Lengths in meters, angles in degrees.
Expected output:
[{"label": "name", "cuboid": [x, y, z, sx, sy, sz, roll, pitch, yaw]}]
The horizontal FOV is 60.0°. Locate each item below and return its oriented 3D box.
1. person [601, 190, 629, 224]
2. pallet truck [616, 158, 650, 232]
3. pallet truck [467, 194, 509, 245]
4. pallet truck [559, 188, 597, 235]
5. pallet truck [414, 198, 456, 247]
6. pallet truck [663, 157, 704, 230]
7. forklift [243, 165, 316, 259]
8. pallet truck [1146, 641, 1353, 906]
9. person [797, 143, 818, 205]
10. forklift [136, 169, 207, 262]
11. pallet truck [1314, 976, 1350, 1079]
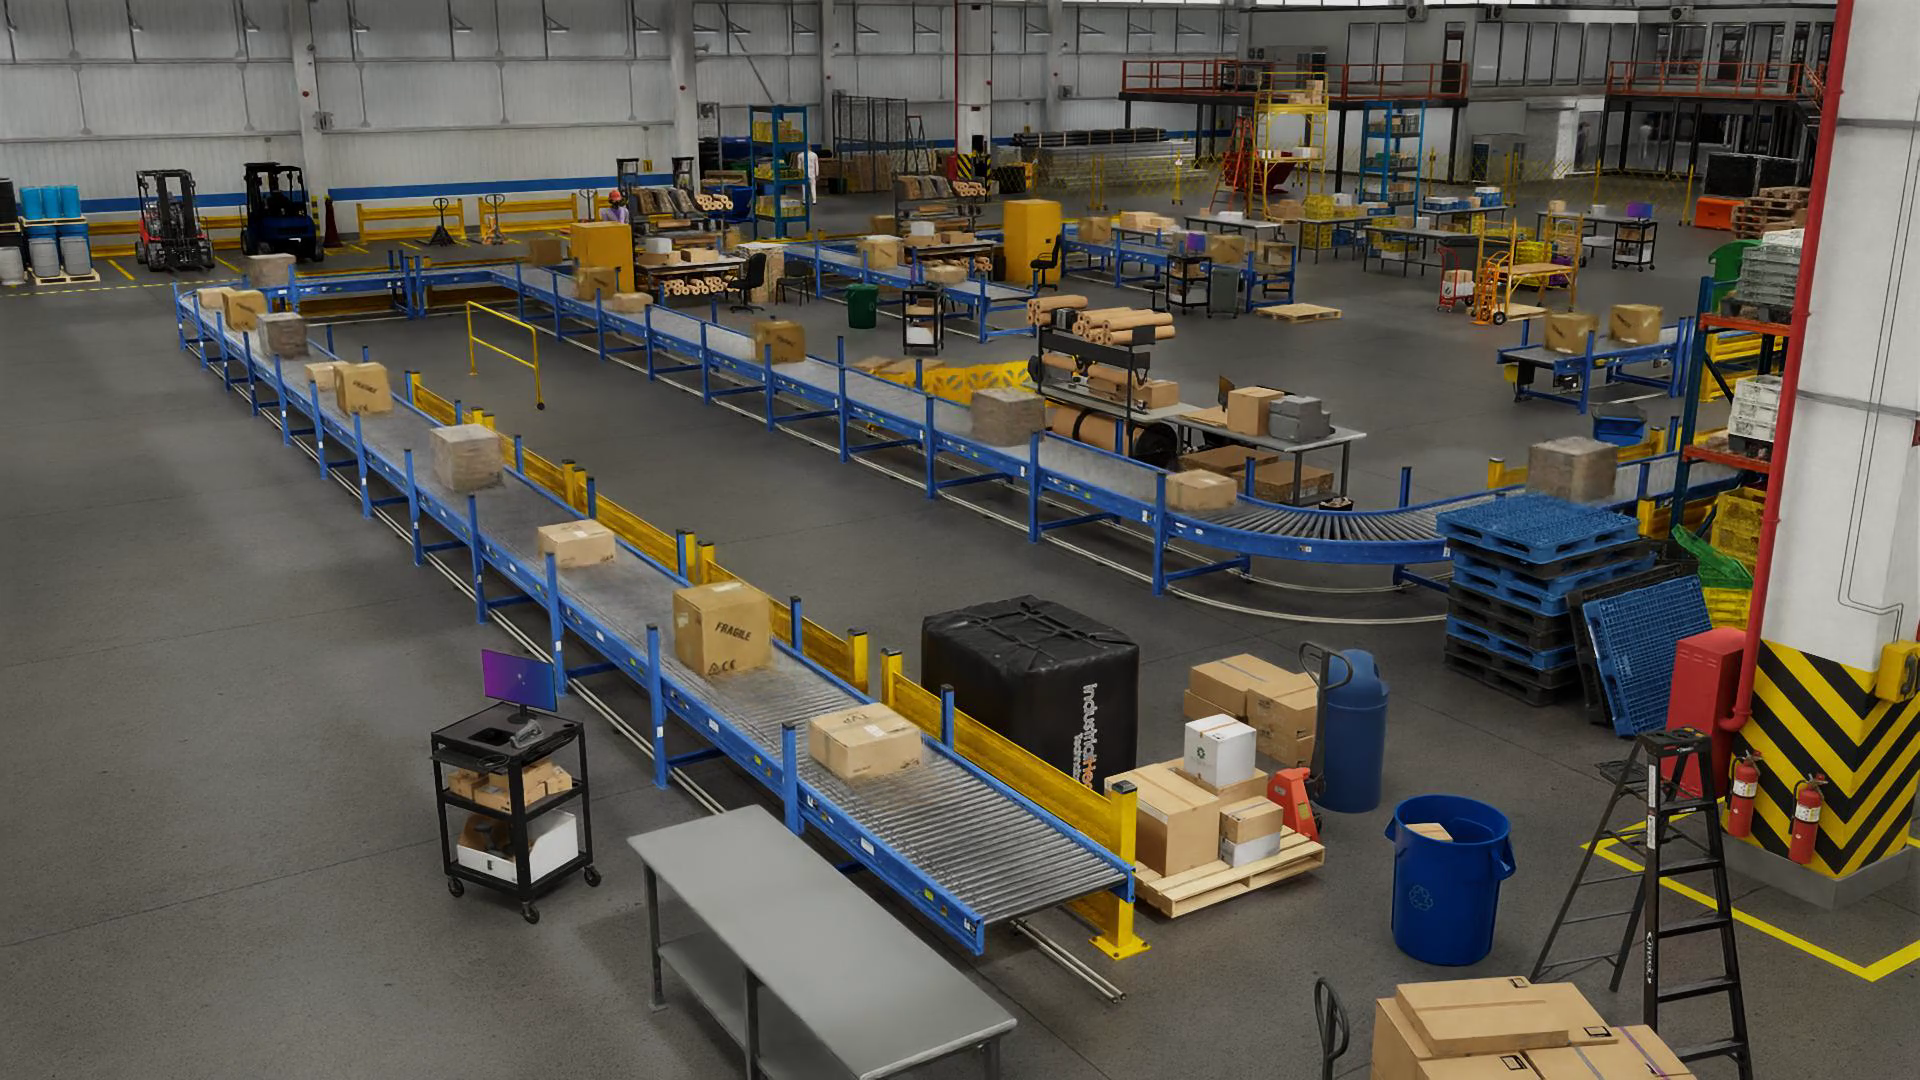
[{"label": "person", "cuboid": [-7.010, -6.125, 34.024, 0.609, 2.043, 0.376, -13, 21, -37]}, {"label": "pallet truck", "cuboid": [-8.918, -9.176, 44.255, 0.823, 1.965, 1.885, -9, 19, -27]}, {"label": "pallet truck", "cuboid": [-11.983, -8.177, 42.137, 0.704, 1.261, 1.522, -11, 20, -33]}, {"label": "pallet truck", "cuboid": [-10.010, -8.652, 43.699, 0.653, 1.274, 1.630, -10, 20, -31]}, {"label": "pallet truck", "cuboid": [-13.250, -8.060, 41.856, 0.680, 1.201, 1.601, -10, 20, -31]}, {"label": "pallet truck", "cuboid": [-7.586, -9.308, 44.692, 0.823, 1.965, 1.885, -11, 20, -33]}, {"label": "forklift", "cuboid": [-15.898, -7.669, 38.708, 1.157, 1.987, 2.680, -11, 20, -33]}, {"label": "pallet truck", "cuboid": [1.664, 1.407, 10.232, 1.630, 1.274, 0.653, -10, 20, -31]}, {"label": "person", "cuboid": [-4.733, -11.399, 51.808, 0.651, 1.906, 0.401, -2, 17, -6]}, {"label": "forklift", "cuboid": [-17.842, -7.318, 37.559, 1.157, 1.987, 2.680, -10, 20, -31]}, {"label": "pallet truck", "cuboid": [2.299, 2.390, 7.086, 1.601, 1.201, 0.680, -2, 17, -7]}]
